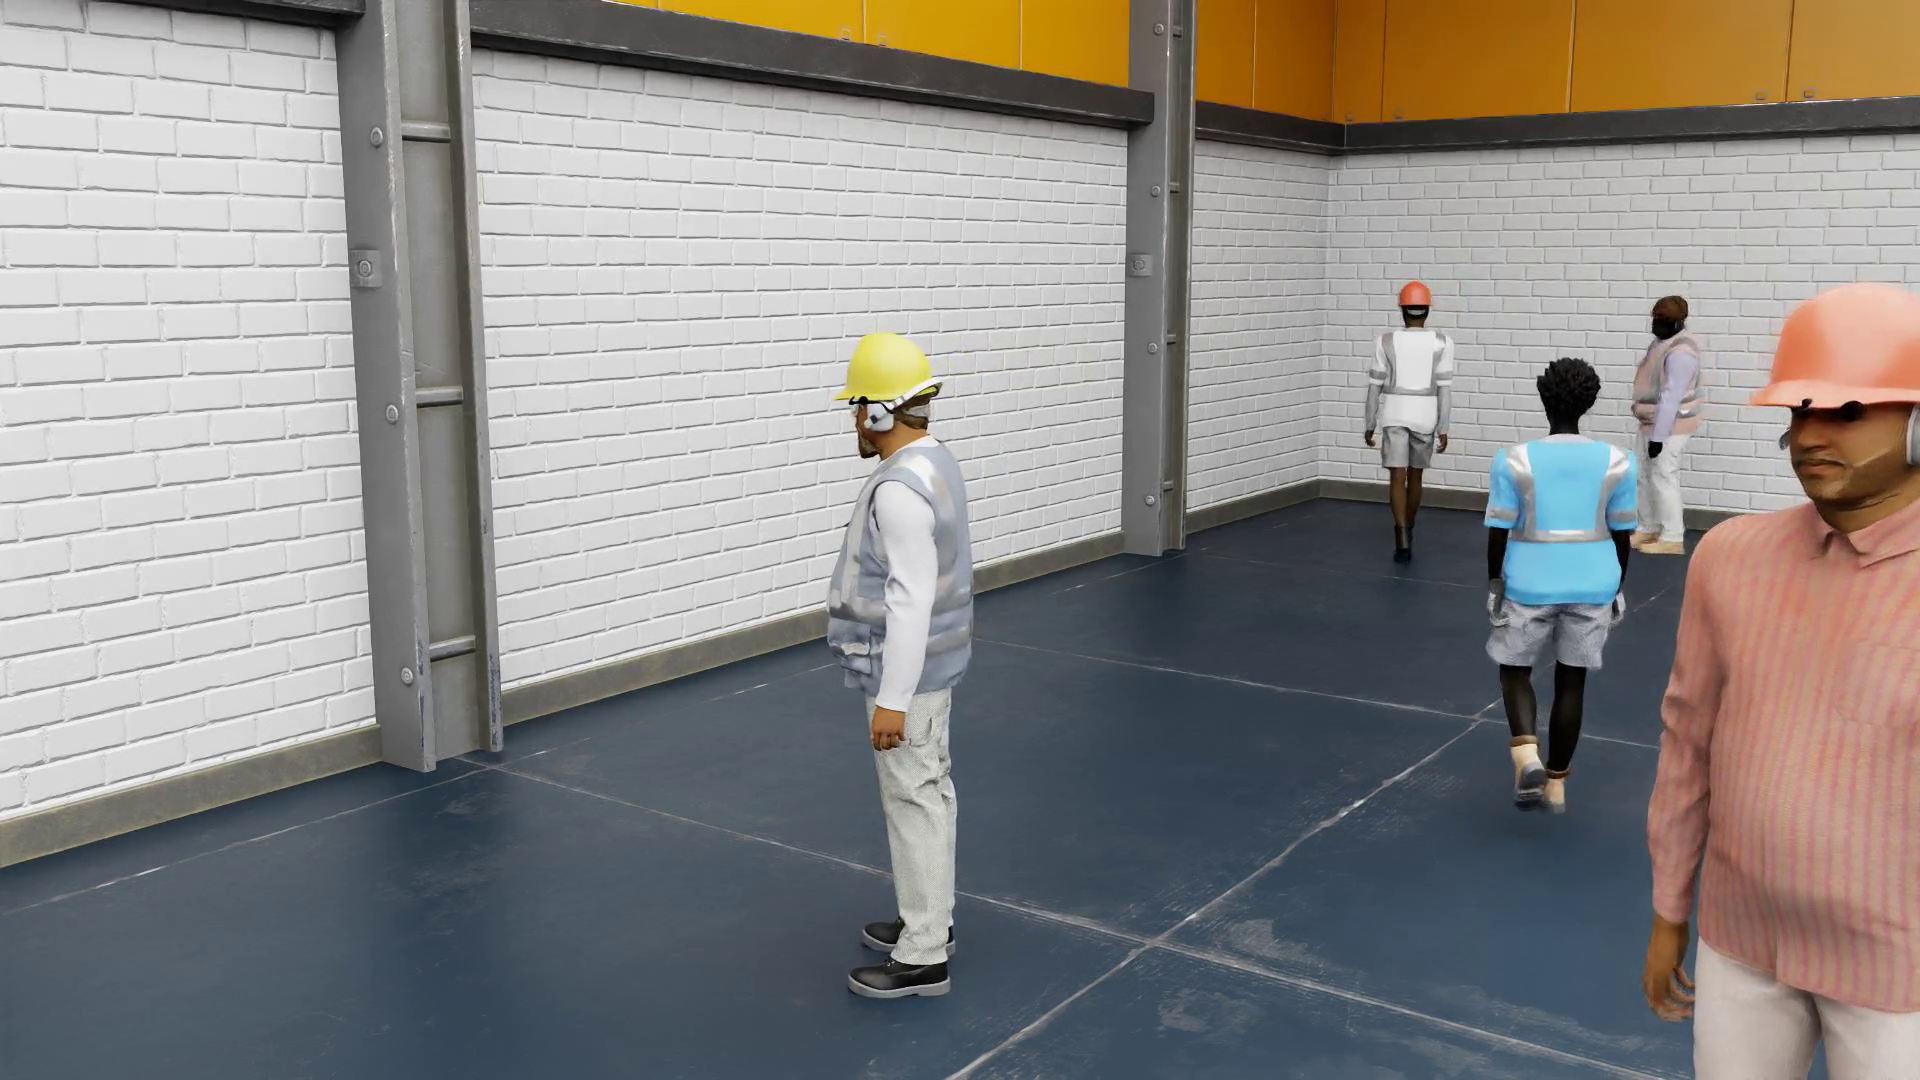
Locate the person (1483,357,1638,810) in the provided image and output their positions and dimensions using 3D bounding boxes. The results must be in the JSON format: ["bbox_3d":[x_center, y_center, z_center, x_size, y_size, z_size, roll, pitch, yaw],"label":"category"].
[{"bbox_3d":[2.156,0.189,5.986,0.540,1.683,0.493,2,10,10],"label":"person"}]

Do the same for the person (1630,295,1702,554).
[{"bbox_3d":[4.811,-0.770,11.368,0.445,1.797,0.698,1,10,7],"label":"person"}]

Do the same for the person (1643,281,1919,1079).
[{"bbox_3d":[1.329,0.610,2.552,0.382,1.994,0.613,-6,11,-33],"label":"person"}]

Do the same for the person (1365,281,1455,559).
[{"bbox_3d":[3.087,-0.828,11.426,0.557,1.896,0.996,2,10,11],"label":"person"}]

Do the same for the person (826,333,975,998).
[{"bbox_3d":[-0.165,0.346,4.607,0.403,1.828,0.597,1,10,6],"label":"person"}]
